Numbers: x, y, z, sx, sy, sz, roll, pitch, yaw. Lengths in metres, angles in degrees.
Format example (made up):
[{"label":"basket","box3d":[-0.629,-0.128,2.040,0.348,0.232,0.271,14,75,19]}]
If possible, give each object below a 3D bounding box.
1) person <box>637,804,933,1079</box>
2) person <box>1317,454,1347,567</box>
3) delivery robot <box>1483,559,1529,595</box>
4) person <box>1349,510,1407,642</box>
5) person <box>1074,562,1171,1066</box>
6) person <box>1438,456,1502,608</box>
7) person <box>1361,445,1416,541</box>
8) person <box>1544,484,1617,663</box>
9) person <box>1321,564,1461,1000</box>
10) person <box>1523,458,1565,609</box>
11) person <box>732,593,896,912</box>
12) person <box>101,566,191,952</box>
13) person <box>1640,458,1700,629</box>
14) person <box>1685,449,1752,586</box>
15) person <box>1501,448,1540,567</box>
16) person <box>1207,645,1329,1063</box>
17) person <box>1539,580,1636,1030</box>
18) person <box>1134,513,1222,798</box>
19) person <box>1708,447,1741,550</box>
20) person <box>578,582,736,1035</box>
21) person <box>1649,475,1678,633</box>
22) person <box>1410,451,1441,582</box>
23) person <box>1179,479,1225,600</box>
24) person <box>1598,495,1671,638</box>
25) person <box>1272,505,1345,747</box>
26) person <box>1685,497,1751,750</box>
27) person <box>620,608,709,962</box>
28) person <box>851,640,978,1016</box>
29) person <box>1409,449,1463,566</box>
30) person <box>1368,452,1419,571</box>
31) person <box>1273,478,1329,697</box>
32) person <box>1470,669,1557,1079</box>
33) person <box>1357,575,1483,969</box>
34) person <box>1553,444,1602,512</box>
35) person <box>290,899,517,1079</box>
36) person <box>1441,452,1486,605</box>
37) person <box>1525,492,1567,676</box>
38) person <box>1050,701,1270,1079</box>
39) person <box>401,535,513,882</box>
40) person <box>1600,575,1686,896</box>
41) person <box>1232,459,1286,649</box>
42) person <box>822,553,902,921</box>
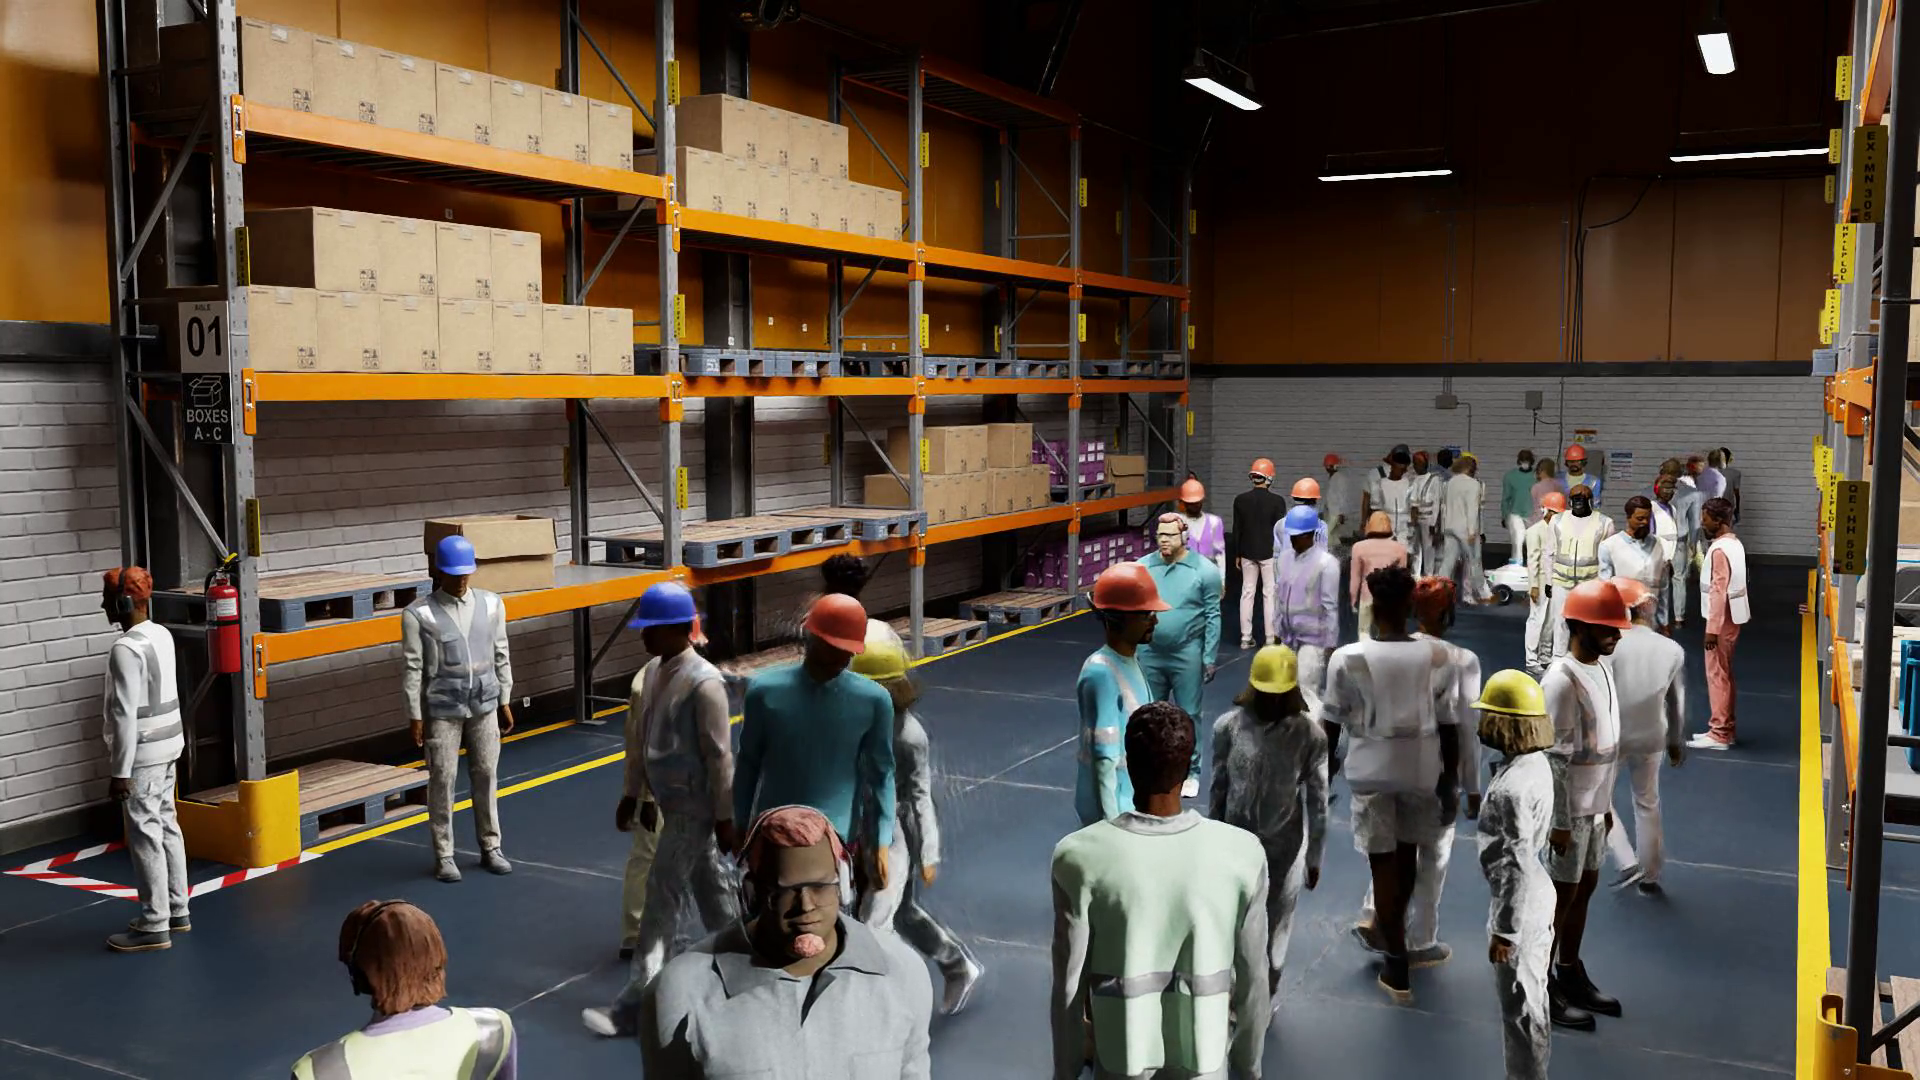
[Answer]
[{"label":"person","box3d":[-0.334,1.485,3.419,0.640,1.909,0.409,-2,6,-22]},{"label":"person","box3d":[5.508,-0.427,24.894,0.576,1.732,0.584,-1,5,-9]},{"label":"delivery robot","box3d":[6.934,0.484,20.877,0.707,0.478,0.477,-1,5,-7]},{"label":"person","box3d":[3.781,0.545,15.035,0.511,1.620,0.367,1,5,11]},{"label":"person","box3d":[0.662,1.105,6.769,0.378,2.045,0.605,1,5,14]},{"label":"person","box3d":[6.272,-0.089,20.517,0.973,1.876,0.692,-2,6,-23]},{"label":"person","box3d":[5.737,-0.314,22.051,0.711,2.000,0.976,4,7,36]},{"label":"person","box3d":[5.731,0.402,15.421,0.626,1.844,0.429,3,6,28]},{"label":"person","box3d":[1.960,1.070,7.746,0.610,1.921,0.948,0,5,-4]},{"label":"person","box3d":[7.182,-0.039,20.017,0.861,1.900,0.666,5,7,45]},{"label":"person","box3d":[-0.579,1.166,6.640,0.647,1.942,0.590,-1,5,-7]},{"label":"person","box3d":[-4.003,1.062,8.157,0.350,1.878,0.568,-1,5,-10]},{"label":"person","box3d":[8.008,0.039,18.799,0.635,1.938,0.359,2,6,18]},{"label":"person","box3d":[10.300,-0.295,22.728,1.055,1.869,0.634,-1,5,-10]},{"label":"person","box3d":[7.868,-0.336,23.137,0.645,1.899,0.941,2,6,21]},{"label":"person","box3d":[1.249,1.272,6.800,0.499,1.685,0.905,1,5,11]},{"label":"person","box3d":[2.692,1.128,7.176,0.383,1.929,0.539,4,7,40]},{"label":"person","box3d":[1.414,0.767,11.139,0.644,1.907,0.399,3,6,27]},{"label":"person","box3d":[11.060,-0.416,24.148,0.503,1.862,0.328,2,6,21]},{"label":"person","box3d":[-1.303,1.136,7.153,0.923,1.905,0.629,-3,6,-30]},{"label":"person","box3d":[7.177,0.242,17.134,0.564,1.842,0.393,-5,7,-45]},{"label":"person","box3d":[6.146,-0.249,22.177,0.355,1.887,0.574,-2,6,-25]},{"label":"person","box3d":[2.186,0.361,15.623,0.549,1.907,0.843,0,5,-4]},{"label":"person","box3d":[5.212,0.603,12.916,0.598,1.909,0.383,-1,5,-15]},{"label":"person","box3d":[2.542,0.689,11.962,0.648,1.912,0.654,-3,6,-31]},{"label":"person","box3d":[5.776,0.631,12.619,0.401,1.908,0.596,3,6,30]},{"label":"person","box3d":[-1.408,1.151,7.957,0.418,1.730,0.589,1,5,6]},{"label":"person","box3d":[-0.246,1.254,6.989,0.848,1.709,0.492,-3,6,-33]},{"label":"person","box3d":[7.251,-0.495,25.316,0.927,1.806,0.623,3,6,31]},{"label":"person","box3d":[5.451,-0.157,20.939,0.615,1.933,0.558,1,5,9]},{"label":"person","box3d":[3.033,0.419,14.713,0.547,1.938,0.377,5,7,43]},{"label":"person","box3d":[1.969,1.329,5.961,0.312,1.744,0.487,3,6,26]},{"label":"person","box3d":[2.181,1.095,7.811,0.440,1.867,0.578,-4,7,-36]},{"label":"person","box3d":[7.438,-0.139,20.162,0.605,2.044,0.374,3,6,26]},{"label":"person","box3d":[-1.207,1.600,3.657,0.519,1.633,0.314,-3,6,-33]},{"label":"person","box3d":[6.298,-0.139,20.772,0.594,1.925,0.378,-1,5,-12]},{"label":"person","box3d":[5.606,0.412,15.820,0.561,1.742,0.337,-4,7,-39]},{"label":"person","box3d":[0.529,1.384,4.434,0.587,1.920,0.392,0,5,-2]},{"label":"person","box3d":[-2.791,0.931,9.265,0.620,1.932,0.420,-4,7,-39]},{"label":"person","box3d":[3.593,1.056,8.930,0.638,1.730,0.362,0,5,-2]},{"label":"person","box3d":[3.129,0.152,17.281,0.609,1.996,0.379,4,6,35]},{"label":"person","box3d":[-0.514,1.043,8.122,0.538,1.934,0.661,4,7,36]}]
